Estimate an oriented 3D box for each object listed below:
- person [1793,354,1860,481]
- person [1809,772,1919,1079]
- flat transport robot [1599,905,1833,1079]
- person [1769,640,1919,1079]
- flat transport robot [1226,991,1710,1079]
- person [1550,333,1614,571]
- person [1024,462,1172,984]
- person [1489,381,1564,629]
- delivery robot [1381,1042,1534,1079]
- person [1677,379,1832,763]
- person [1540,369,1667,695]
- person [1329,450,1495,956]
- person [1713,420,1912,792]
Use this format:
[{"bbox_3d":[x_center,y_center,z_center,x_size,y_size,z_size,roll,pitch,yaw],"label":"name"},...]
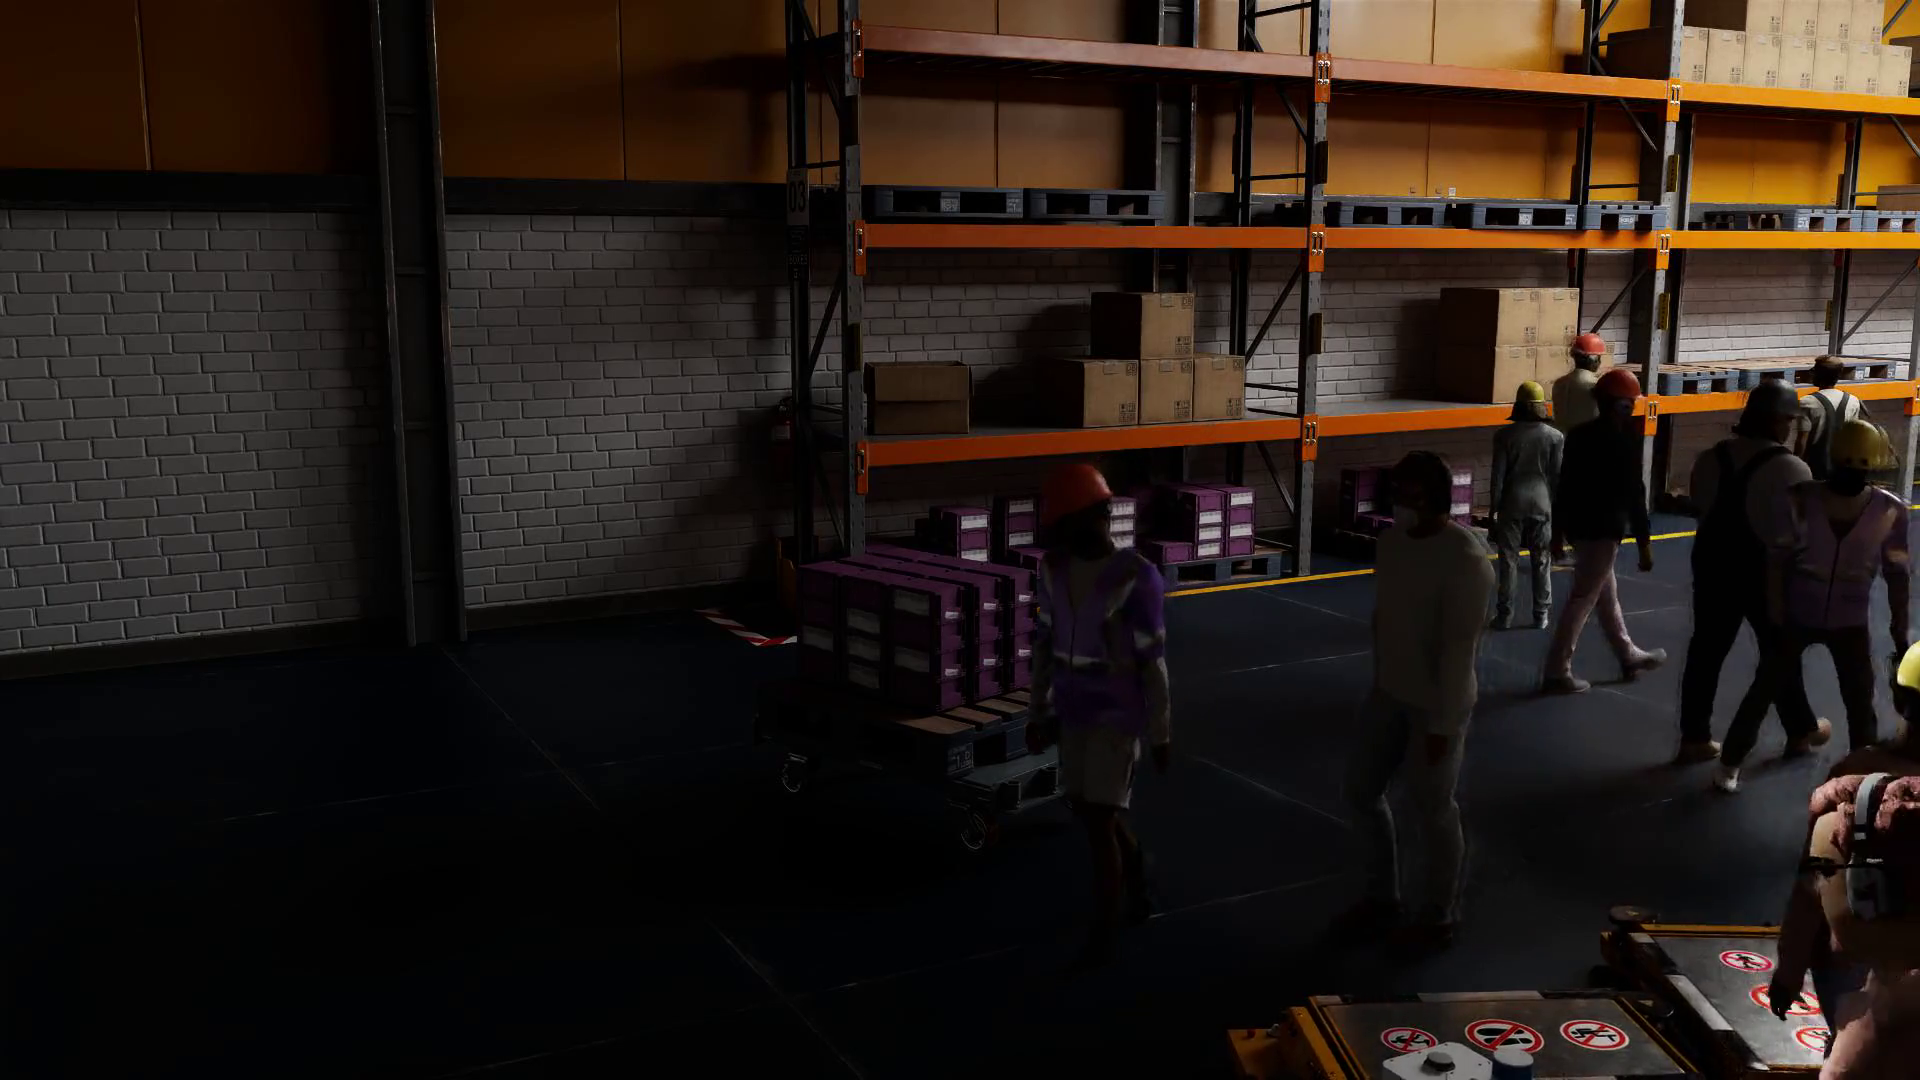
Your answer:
[{"bbox_3d":[6.774,-0.539,13.104,0.514,1.846,0.338,-1,10,-7],"label":"person"},{"bbox_3d":[1.423,1.288,2.601,0.880,1.852,0.675,6,12,33],"label":"person"},{"bbox_3d":[2.680,1.571,5.489,0.652,0.197,1.431,0,10,3],"label":"flat transport robot"},{"bbox_3d":[2.354,1.081,4.093,0.552,1.726,0.784,-5,11,-25],"label":"person"},{"bbox_3d":[1.601,1.631,5.145,1.431,0.197,0.652,-1,10,-3],"label":"flat transport robot"},{"bbox_3d":[5.182,-0.716,13.751,0.726,1.968,0.644,-4,11,-22],"label":"person"},{"bbox_3d":[0.579,0.639,6.264,0.805,1.906,0.592,-10,14,-44],"label":"person"},{"bbox_3d":[3.972,-0.244,11.709,0.491,1.741,0.323,2,10,9],"label":"person"},{"bbox_3d":[1.438,1.579,4.359,0.477,0.478,0.707,-5,11,-27],"label":"delivery robot"},{"bbox_3d":[4.165,0.140,8.636,0.980,2.000,0.695,-6,11,-31],"label":"person"},{"bbox_3d":[3.927,-0.044,9.958,0.988,1.941,0.665,-2,10,-12],"label":"person"},{"bbox_3d":[1.661,0.621,6.198,0.554,1.920,0.653,-4,10,-20],"label":"person"},{"bbox_3d":[4.097,0.358,7.894,0.773,1.877,0.556,4,11,21],"label":"person"}]
